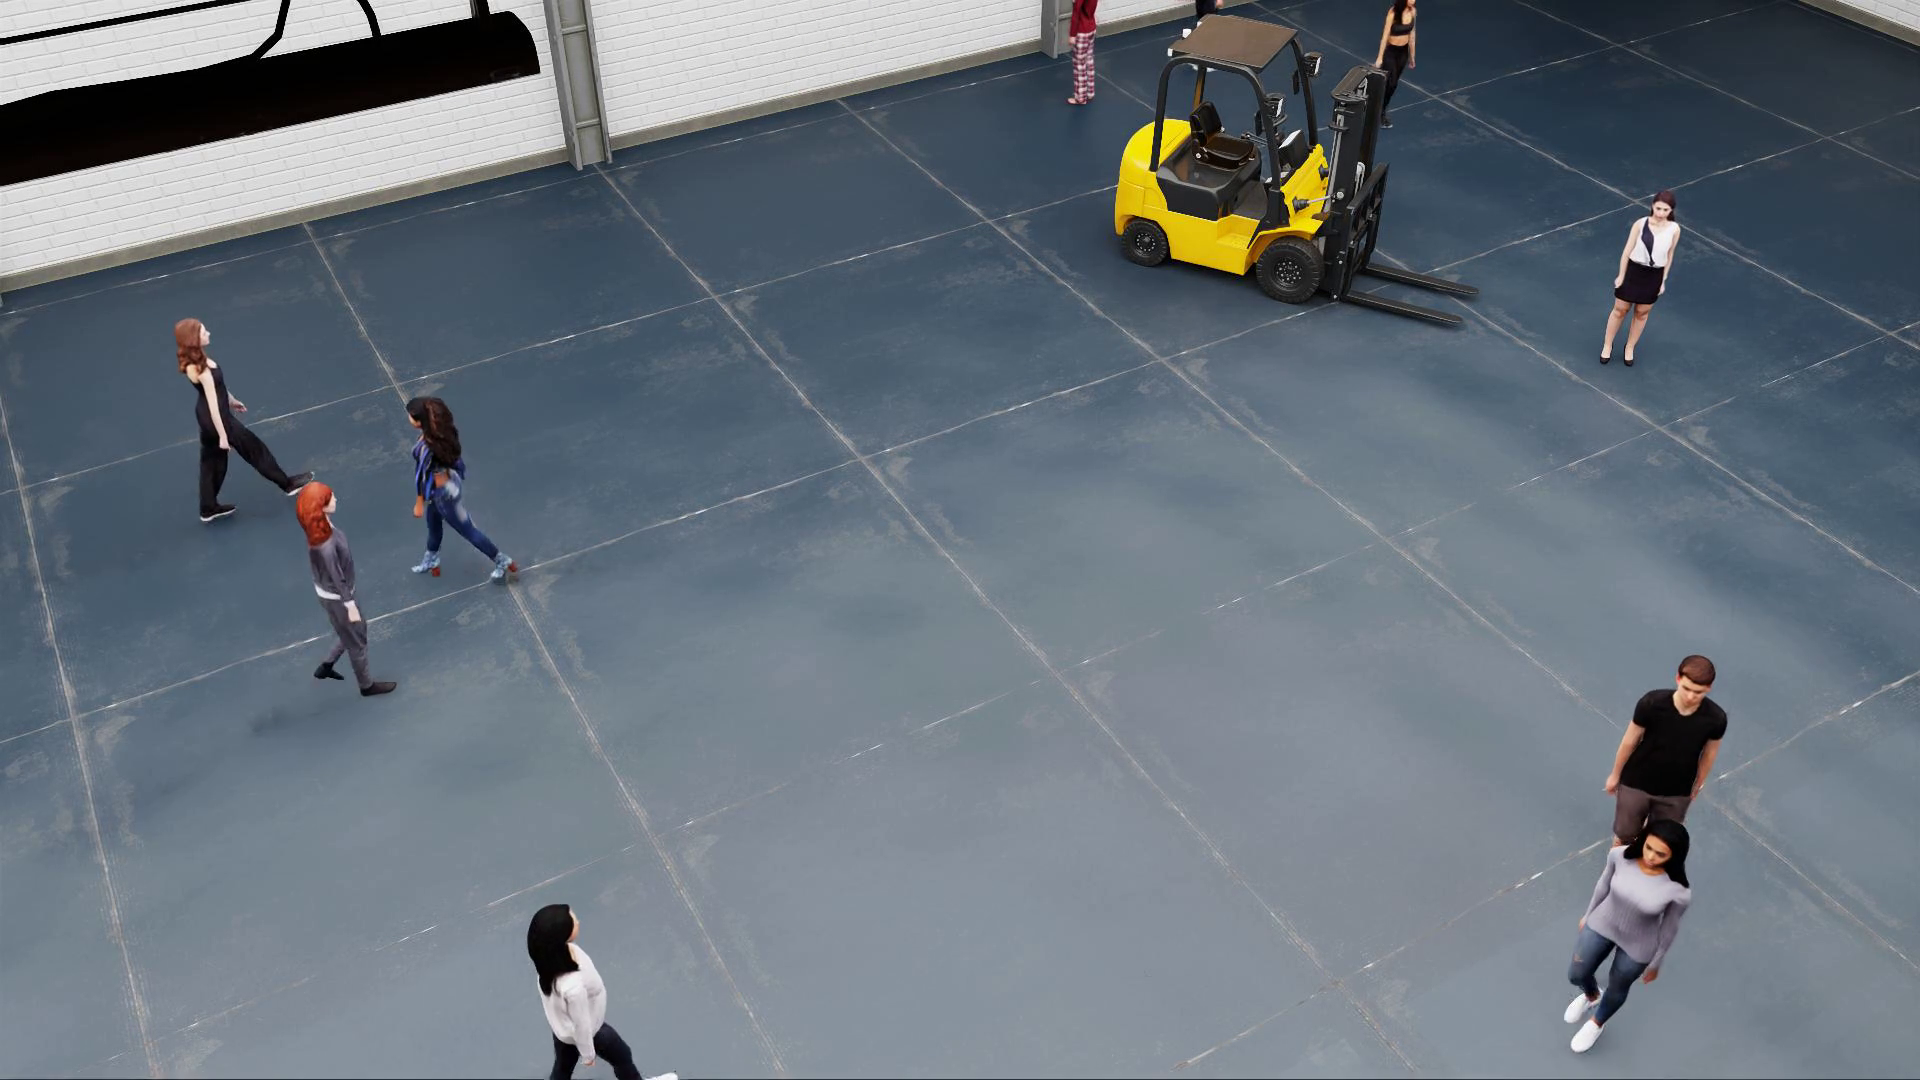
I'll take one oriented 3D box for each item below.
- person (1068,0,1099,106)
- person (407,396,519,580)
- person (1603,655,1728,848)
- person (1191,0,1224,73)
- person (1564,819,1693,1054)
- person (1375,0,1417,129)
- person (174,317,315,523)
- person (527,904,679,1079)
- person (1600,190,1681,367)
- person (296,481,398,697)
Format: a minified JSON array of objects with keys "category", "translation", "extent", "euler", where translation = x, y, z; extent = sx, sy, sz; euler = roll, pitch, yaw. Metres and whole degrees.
[{"category":"person","translation":[1.388,-5.709,18.553],"extent":[0.735,1.701,0.618],"euler":[18,42,21]},{"category":"person","translation":[-3.604,-0.318,11.893],"extent":[1.119,1.588,0.911],"euler":[-1,39,-1]},{"category":"person","translation":[4.038,1.338,9.612],"extent":[0.964,1.847,1.052],"euler":[14,41,17]},{"category":"person","translation":[2.852,-6.401,19.289],"extent":[0.624,1.863,0.696],"euler":[-15,41,-18]},{"category":"person","translation":[3.564,2.051,8.815],"extent":[0.691,1.727,0.691],"euler":[-31,48,-33]},{"category":"person","translation":[4.672,-5.304,18.099],"extent":[0.503,1.633,0.643],"euler":[-17,42,-20]},{"category":"person","translation":[-5.673,-0.862,12.486],"extent":[1.118,1.697,0.677],"euler":[-25,45,-28]},{"category":"person","translation":[-2.006,2.458,8.344],"extent":[0.925,1.679,0.688],"euler":[-26,45,-29]},{"category":"person","translation":[5.841,-2.233,14.243],"extent":[0.634,1.648,0.699],"euler":[8,39,10]},{"category":"person","translation":[-4.134,0.391,10.861],"extent":[0.721,1.768,0.617],"euler":[-17,42,-20]}]
